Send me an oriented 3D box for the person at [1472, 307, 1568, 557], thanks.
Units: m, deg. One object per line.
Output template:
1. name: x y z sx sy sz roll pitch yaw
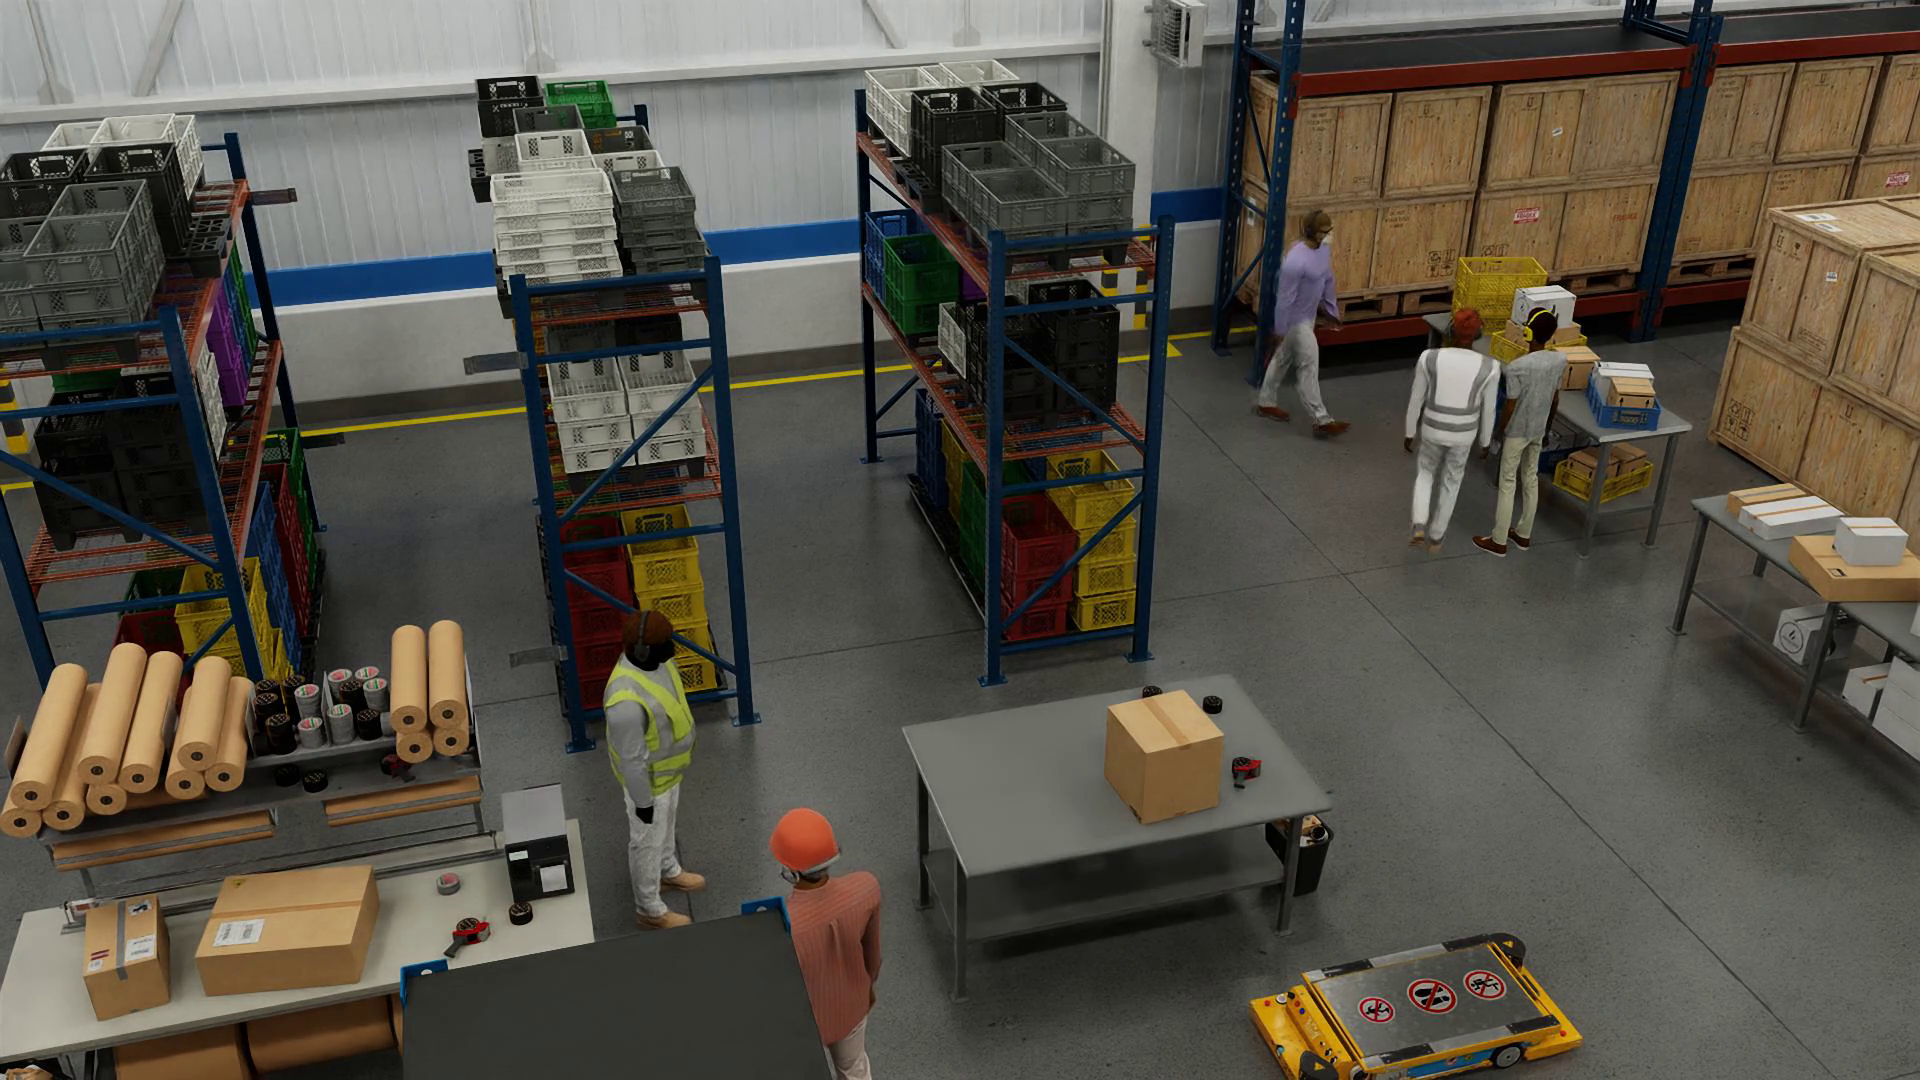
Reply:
1. person: 4.010 -0.767 11.880 0.512 1.873 0.329 -11 31 -20

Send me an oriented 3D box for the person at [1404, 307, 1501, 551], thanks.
1. person: 3.488 -0.758 11.858 0.601 1.870 0.461 12 31 20

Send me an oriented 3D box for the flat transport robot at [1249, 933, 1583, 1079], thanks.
1. flat transport robot: 2.184 2.282 7.980 1.431 0.197 0.652 -8 30 -14

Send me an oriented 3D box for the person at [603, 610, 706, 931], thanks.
1. person: -1.541 1.155 8.426 0.430 1.836 0.630 2 29 4

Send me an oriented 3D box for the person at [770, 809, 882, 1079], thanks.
1. person: -0.581 1.928 6.847 0.612 1.996 0.376 -23 36 -35

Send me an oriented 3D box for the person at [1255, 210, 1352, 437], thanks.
1. person: 2.926 -1.791 13.708 0.975 1.893 0.647 17 33 27
